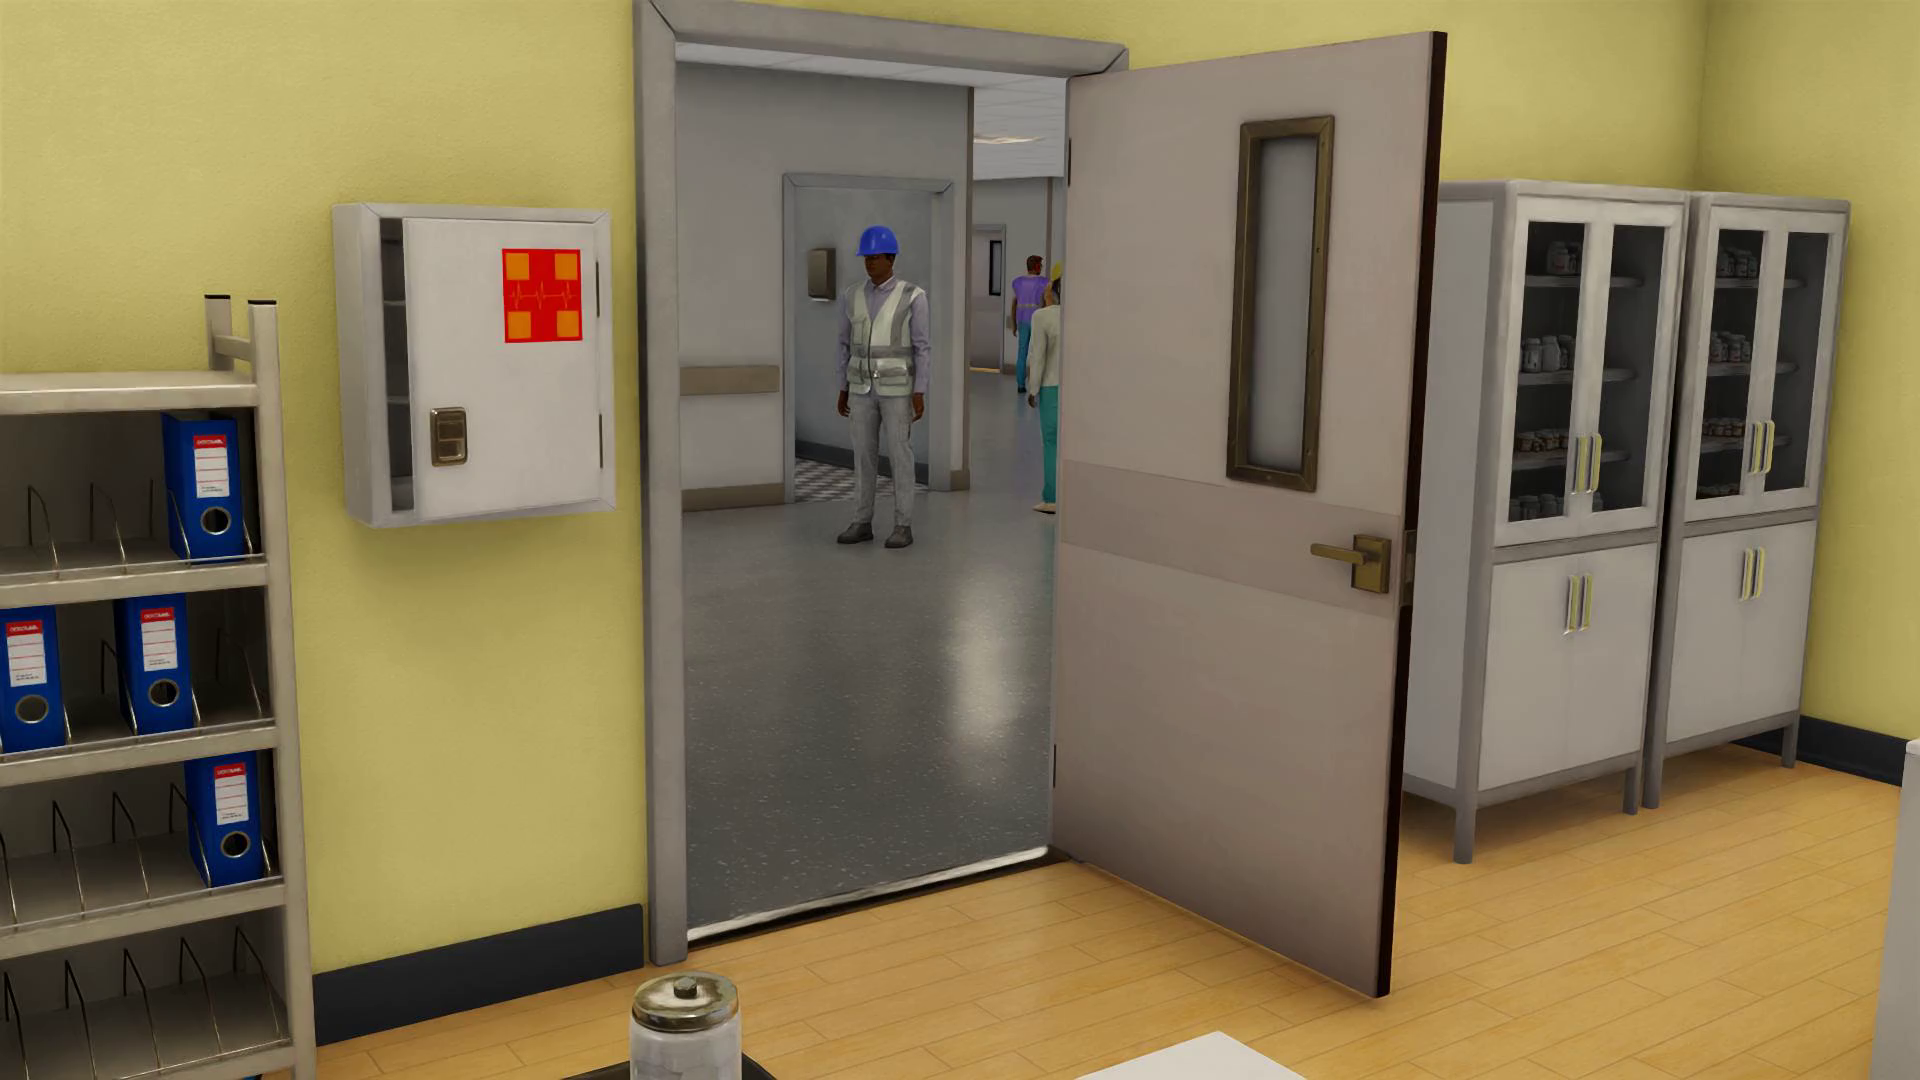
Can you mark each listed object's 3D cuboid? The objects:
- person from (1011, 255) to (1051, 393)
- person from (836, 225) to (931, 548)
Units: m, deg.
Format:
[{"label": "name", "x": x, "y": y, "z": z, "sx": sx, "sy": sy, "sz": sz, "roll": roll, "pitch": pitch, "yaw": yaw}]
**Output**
[{"label": "person", "x": 0.949, "y": -2.874, "z": 22.217, "sx": 0.566, "sy": 1.839, "sz": 0.381, "roll": 5, "pitch": 10, "yaw": 24}, {"label": "person", "x": -0.482, "y": -0.922, "z": 10.104, "sx": 0.614, "sy": 1.945, "sz": 0.401, "roll": 5, "pitch": 10, "yaw": 25}]
